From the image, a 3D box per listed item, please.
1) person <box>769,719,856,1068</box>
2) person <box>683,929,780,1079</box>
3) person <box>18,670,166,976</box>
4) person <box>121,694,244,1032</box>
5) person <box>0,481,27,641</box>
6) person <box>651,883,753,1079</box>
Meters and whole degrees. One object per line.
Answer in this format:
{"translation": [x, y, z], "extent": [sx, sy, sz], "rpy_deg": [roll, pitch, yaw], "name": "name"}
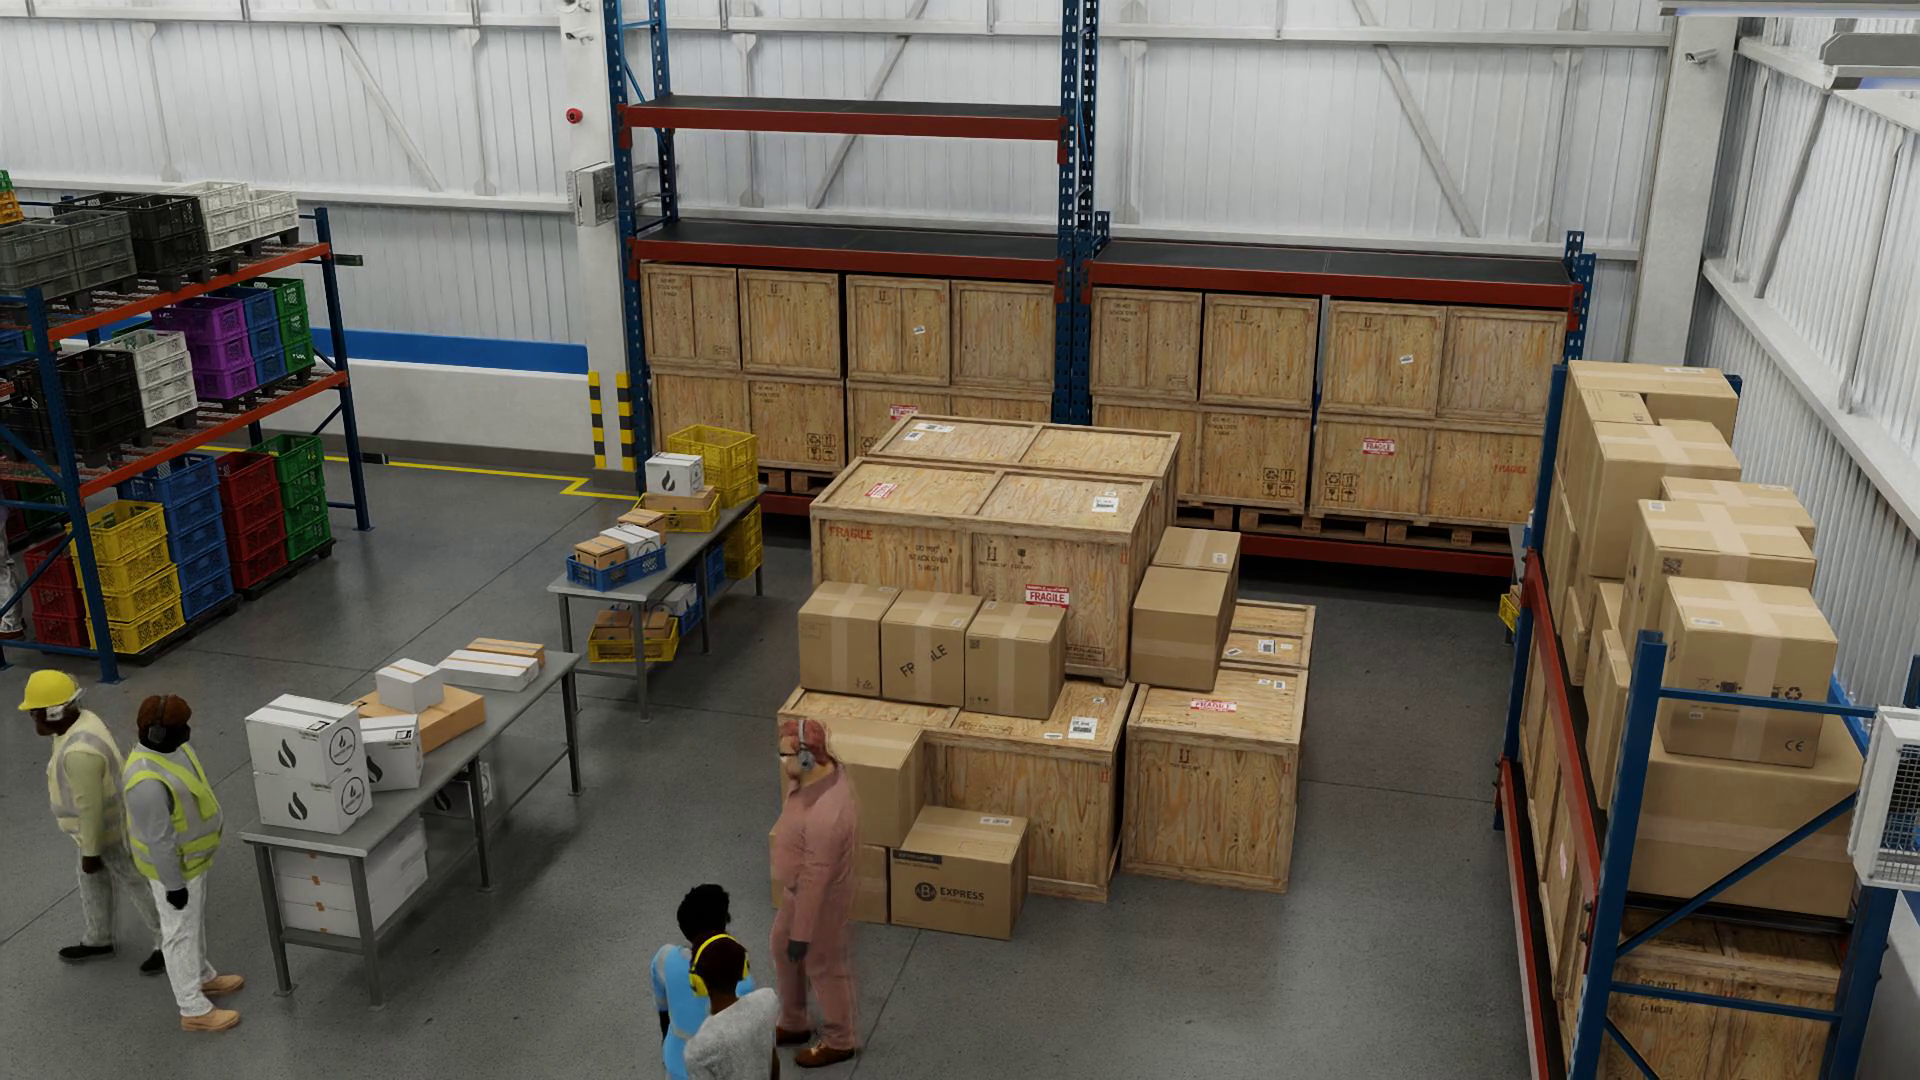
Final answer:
{"translation": [-0.802, 1.754, 8.173], "extent": [0.595, 1.880, 0.685], "rpy_deg": [-4, 21, -11], "name": "person"}
{"translation": [-0.896, 2.371, 6.588], "extent": [0.315, 1.865, 0.526], "rpy_deg": [13, 25, 31], "name": "person"}
{"translation": [-4.626, 1.521, 8.929], "extent": [0.624, 1.799, 0.606], "rpy_deg": [-13, 24, -31], "name": "person"}
{"translation": [-3.996, 1.636, 8.554], "extent": [0.430, 1.838, 0.624], "rpy_deg": [-6, 22, -14], "name": "person"}
{"translation": [-7.639, -0.120, 13.004], "extent": [0.372, 1.940, 0.632], "rpy_deg": [-9, 23, -21], "name": "person"}
{"translation": [-1.084, 2.250, 7.142], "extent": [0.545, 1.689, 0.323], "rpy_deg": [14, 25, 33], "name": "person"}
